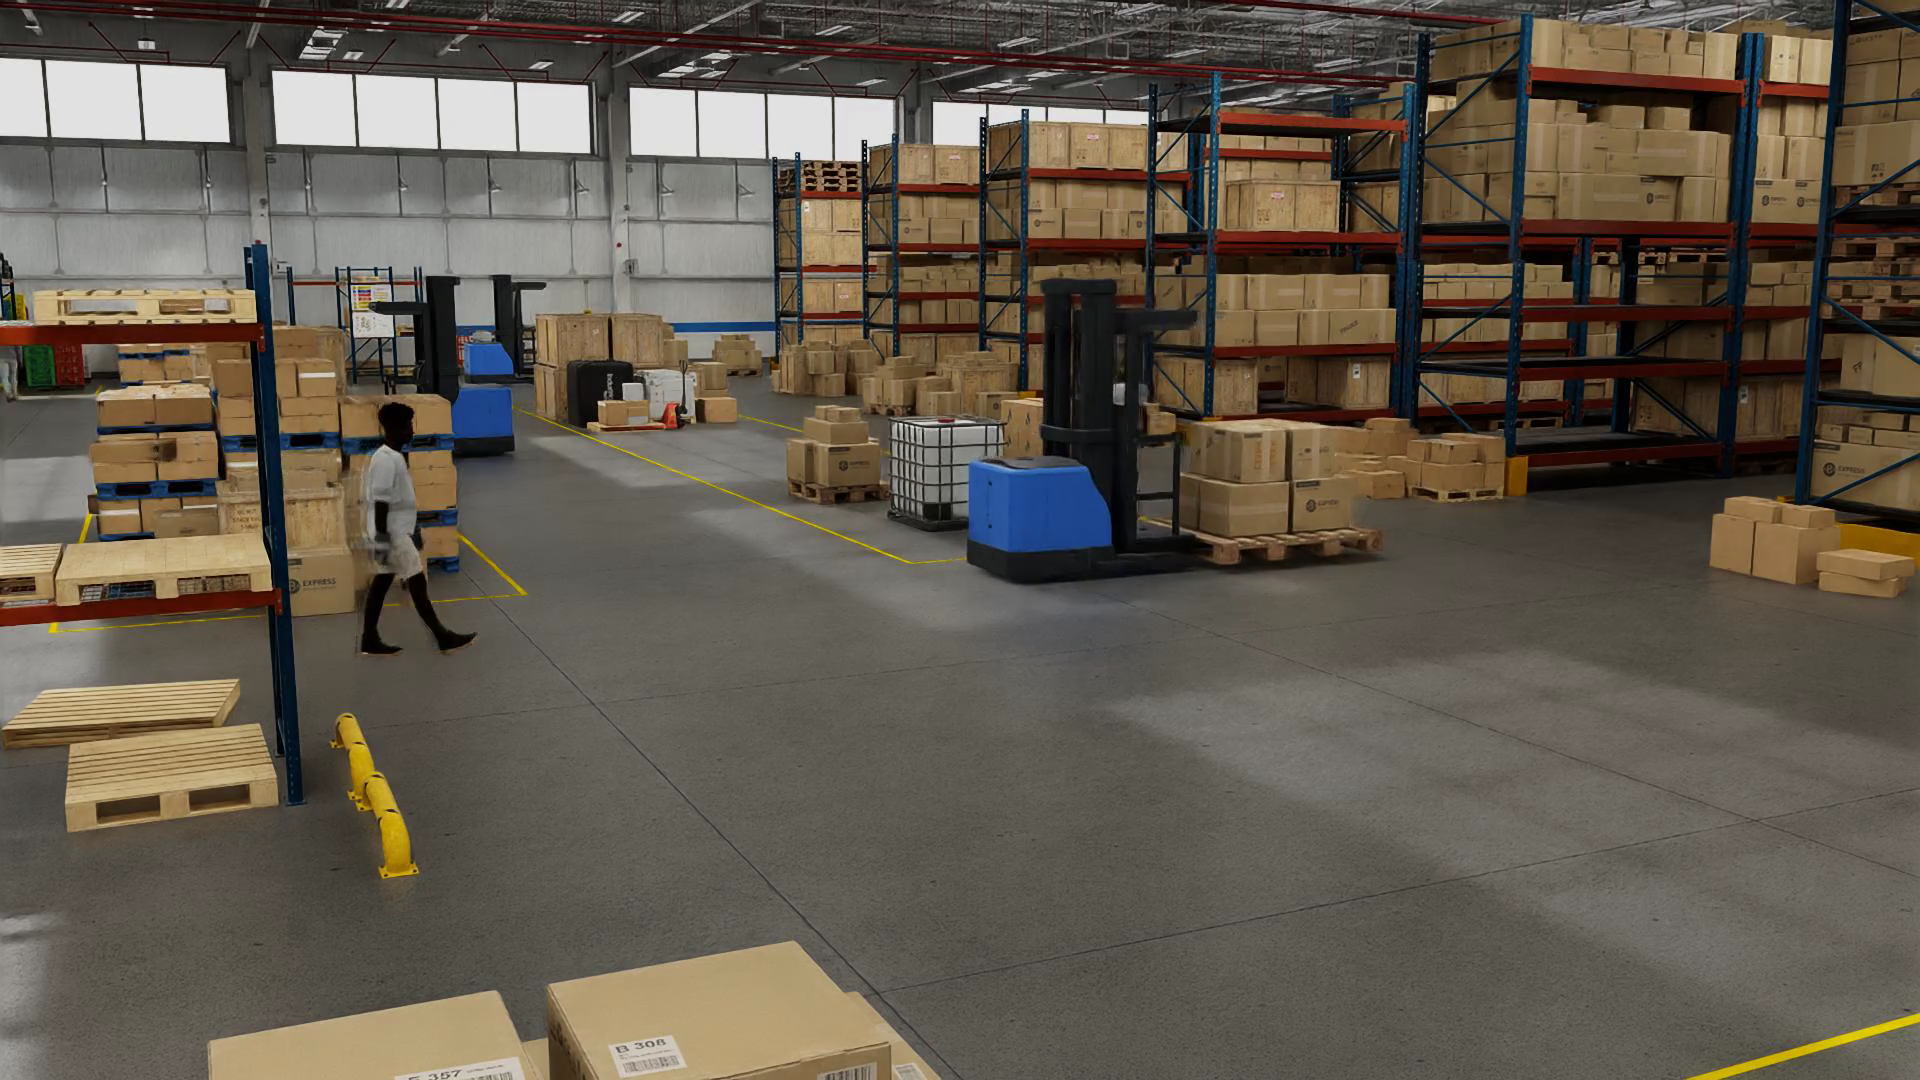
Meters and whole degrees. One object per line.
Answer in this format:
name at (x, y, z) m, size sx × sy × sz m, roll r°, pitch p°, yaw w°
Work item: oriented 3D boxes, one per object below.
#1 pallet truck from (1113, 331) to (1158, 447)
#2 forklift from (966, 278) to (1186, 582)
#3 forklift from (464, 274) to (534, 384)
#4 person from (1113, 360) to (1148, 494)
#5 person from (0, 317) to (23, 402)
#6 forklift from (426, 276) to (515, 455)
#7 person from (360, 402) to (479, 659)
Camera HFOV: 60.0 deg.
pallet truck at (2.881, -2.596, 27.923) m, size 0.823 × 1.965 × 1.885 m, roll -1°, pitch 9°, yaw -7°
forklift at (1.097, -1.100, 15.914) m, size 1.873 × 2.768 × 1.129 m, roll -4°, pitch 10°, yaw -25°
forklift at (-11.611, -5.349, 42.276) m, size 1.873 × 2.768 × 1.129 m, roll -4°, pitch 10°, yaw -25°
person at (2.100, -1.359, 20.753) m, size 0.520 × 1.843 × 0.827 m, roll -3°, pitch 10°, yaw -18°
person at (-21.255, -4.022, 37.085) m, size 0.635 × 1.914 × 0.911 m, roll -6°, pitch 11°, yaw -31°
forklift at (-8.069, -2.737, 26.069) m, size 1.873 × 2.768 × 1.129 m, roll -4°, pitch 10°, yaw -25°
person at (-4.081, -0.064, 12.418) m, size 0.941 × 1.923 × 0.636 m, roll -2°, pitch 9°, yaw -15°
